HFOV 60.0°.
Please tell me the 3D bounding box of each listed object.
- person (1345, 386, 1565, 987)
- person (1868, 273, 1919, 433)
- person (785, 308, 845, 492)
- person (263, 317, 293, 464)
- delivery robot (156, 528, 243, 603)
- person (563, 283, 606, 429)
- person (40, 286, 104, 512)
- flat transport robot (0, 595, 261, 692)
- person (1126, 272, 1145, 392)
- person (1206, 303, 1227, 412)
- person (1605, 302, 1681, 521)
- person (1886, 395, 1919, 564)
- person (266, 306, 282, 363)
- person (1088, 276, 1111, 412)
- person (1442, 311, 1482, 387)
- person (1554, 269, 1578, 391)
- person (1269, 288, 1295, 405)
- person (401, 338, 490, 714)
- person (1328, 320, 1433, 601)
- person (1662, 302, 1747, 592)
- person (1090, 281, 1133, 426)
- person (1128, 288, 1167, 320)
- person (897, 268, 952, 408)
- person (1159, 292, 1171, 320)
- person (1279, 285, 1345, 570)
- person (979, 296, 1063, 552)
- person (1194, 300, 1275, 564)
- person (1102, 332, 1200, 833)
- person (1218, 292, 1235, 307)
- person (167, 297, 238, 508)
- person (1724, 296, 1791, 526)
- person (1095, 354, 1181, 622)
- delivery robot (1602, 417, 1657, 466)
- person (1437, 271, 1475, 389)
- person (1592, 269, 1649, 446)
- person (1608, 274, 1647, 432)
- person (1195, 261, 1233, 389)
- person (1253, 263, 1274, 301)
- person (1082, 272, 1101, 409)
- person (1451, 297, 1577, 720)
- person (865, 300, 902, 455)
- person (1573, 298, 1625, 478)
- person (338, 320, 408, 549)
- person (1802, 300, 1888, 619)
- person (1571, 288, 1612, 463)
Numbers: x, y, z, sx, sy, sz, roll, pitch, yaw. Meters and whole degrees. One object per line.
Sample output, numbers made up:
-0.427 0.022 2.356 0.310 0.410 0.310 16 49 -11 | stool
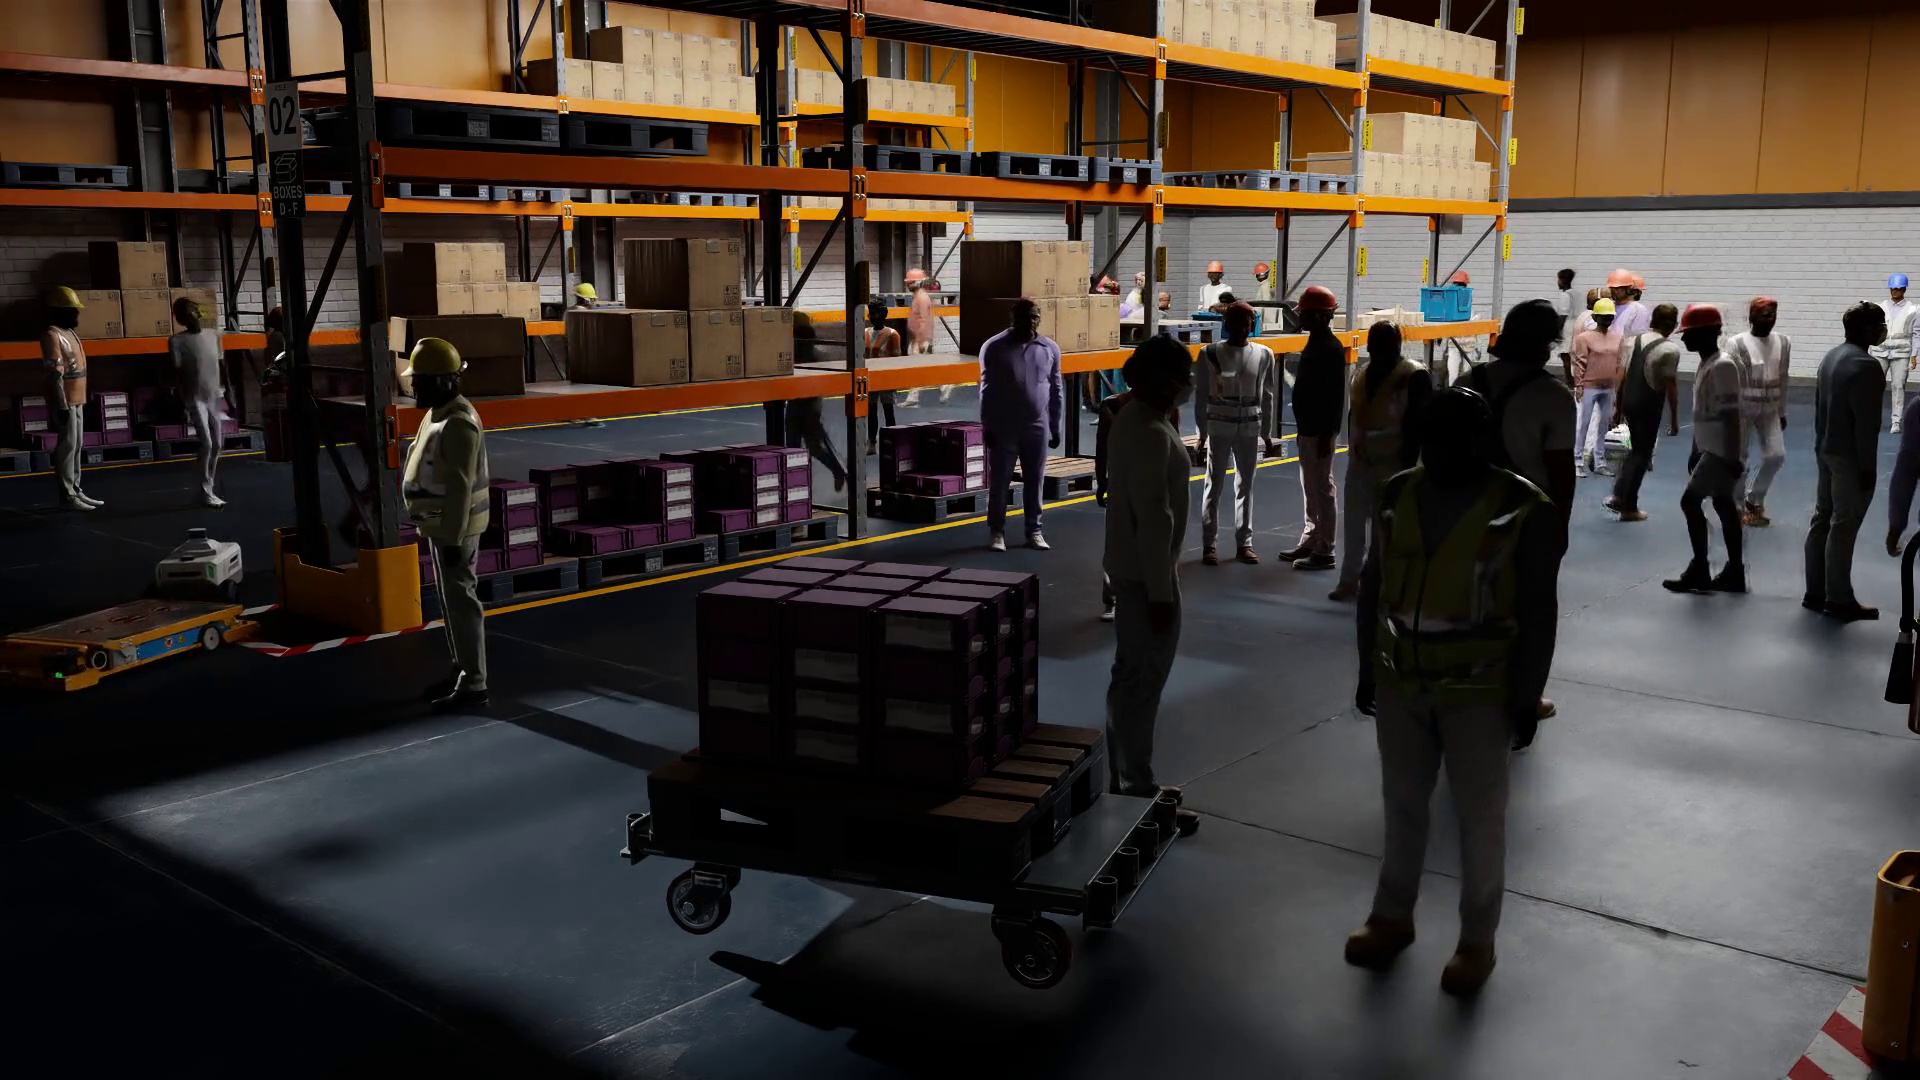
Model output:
1.496 0.445 5.142 0.633 1.841 0.429 9 14 42 | person
11.390 -2.278 20.338 0.604 1.949 0.389 7 12 36 | person
-1.333 -1.195 14.795 0.485 1.730 0.621 9 13 41 | person
-7.015 -1.575 17.323 0.416 1.610 0.513 -3 10 -18 | person
-4.613 0.170 10.100 0.477 0.478 0.707 -2 10 -10 | delivery robot
-4.702 -2.295 20.794 0.650 1.818 0.423 10 14 44 | person
-7.655 -1.208 14.305 0.366 1.926 0.594 -3 10 -14 | person
-4.575 0.540 9.067 0.652 0.197 1.431 3 10 17 | flat transport robot
2.648 -2.954 24.312 0.403 1.906 0.651 4 11 21 | person
3.206 -2.044 20.016 0.562 1.607 0.518 9 13 42 | person
5.643 -1.040 13.674 0.426 1.814 0.546 -4 11 -23 | person
4.812 -0.073 7.979 0.647 1.885 1.008 8 13 38 | person
-7.270 -1.693 17.903 0.285 1.633 0.498 -8 13 -38 | person
1.969 -2.703 22.945 0.573 1.885 0.678 -2 10 -12 | person
7.124 -2.687 23.620 0.531 1.637 0.491 3 10 15 | person
9.525 -3.290 26.148 0.393 1.938 0.654 6 11 29 | person
4.592 -2.848 23.944 0.835 1.854 0.551 5 11 25 | person
-2.512 -0.075 8.156 0.404 1.825 0.592 -5 11 -24 | person
2.770 -0.517 10.732 0.791 1.812 0.618 -9 13 -40 | person
4.917 -0.599 10.928 0.643 1.895 0.549 4 11 20 | person
1.945 -2.347 21.043 0.396 1.839 0.564 -10 14 -44 | person
2.273 -2.082 19.622 0.584 1.807 0.950 4 11 22 | person
-0.517 -2.833 23.430 0.677 1.971 0.626 -3 11 -19 | person
2.856 -2.697 23.619 0.272 1.632 0.508 -2 10 -9 | person
2.501 -0.789 11.727 0.385 1.993 0.623 -1 10 -5 | person
0.464 -0.856 12.401 0.649 1.901 0.399 -2 10 -13 | person
1.958 -0.761 11.886 0.572 1.884 0.356 -1 10 -6 | person
0.743 0.160 6.499 0.373 1.937 0.629 0 10 -2 | person
3.505 -2.442 22.094 0.539 1.663 0.812 6 12 30 | person
-6.613 -1.186 14.554 0.357 1.845 0.548 5 11 26 | person
6.446 -1.029 13.447 0.614 1.869 0.458 -1 10 -7 | person
1.074 -0.315 10.040 0.517 1.639 0.313 1 10 4 | person
6.716 -0.993 16.721 0.707 0.478 0.477 -10 14 -44 | delivery robot
7.670 -3.160 25.524 0.959 1.887 0.574 -5 11 -25 | person
6.969 -1.855 17.686 0.415 2.040 0.619 -6 12 -32 | person
8.077 -2.231 20.104 0.356 1.937 0.552 -4 11 -22 | person
4.051 -3.421 26.566 0.607 2.048 0.367 8 13 38 | person
5.395 -3.934 29.666 0.397 1.984 0.608 2 10 9 | person
1.890 -2.768 23.216 0.392 1.919 0.592 -6 12 -33 | person
2.673 -0.166 8.050 0.539 2.000 0.688 -8 13 -37 | person
-0.884 -1.740 17.992 0.541 1.695 0.315 7 12 33 | person
6.303 -1.495 16.401 0.527 1.768 0.314 -2 10 -14 | person
-4.253 -0.740 12.116 0.551 1.757 0.452 7 12 35 | person
5.455 -0.494 10.212 0.368 1.939 0.633 1 10 3 | person
6.660 -1.729 17.518 0.430 1.843 0.625 1 10 5 | person
